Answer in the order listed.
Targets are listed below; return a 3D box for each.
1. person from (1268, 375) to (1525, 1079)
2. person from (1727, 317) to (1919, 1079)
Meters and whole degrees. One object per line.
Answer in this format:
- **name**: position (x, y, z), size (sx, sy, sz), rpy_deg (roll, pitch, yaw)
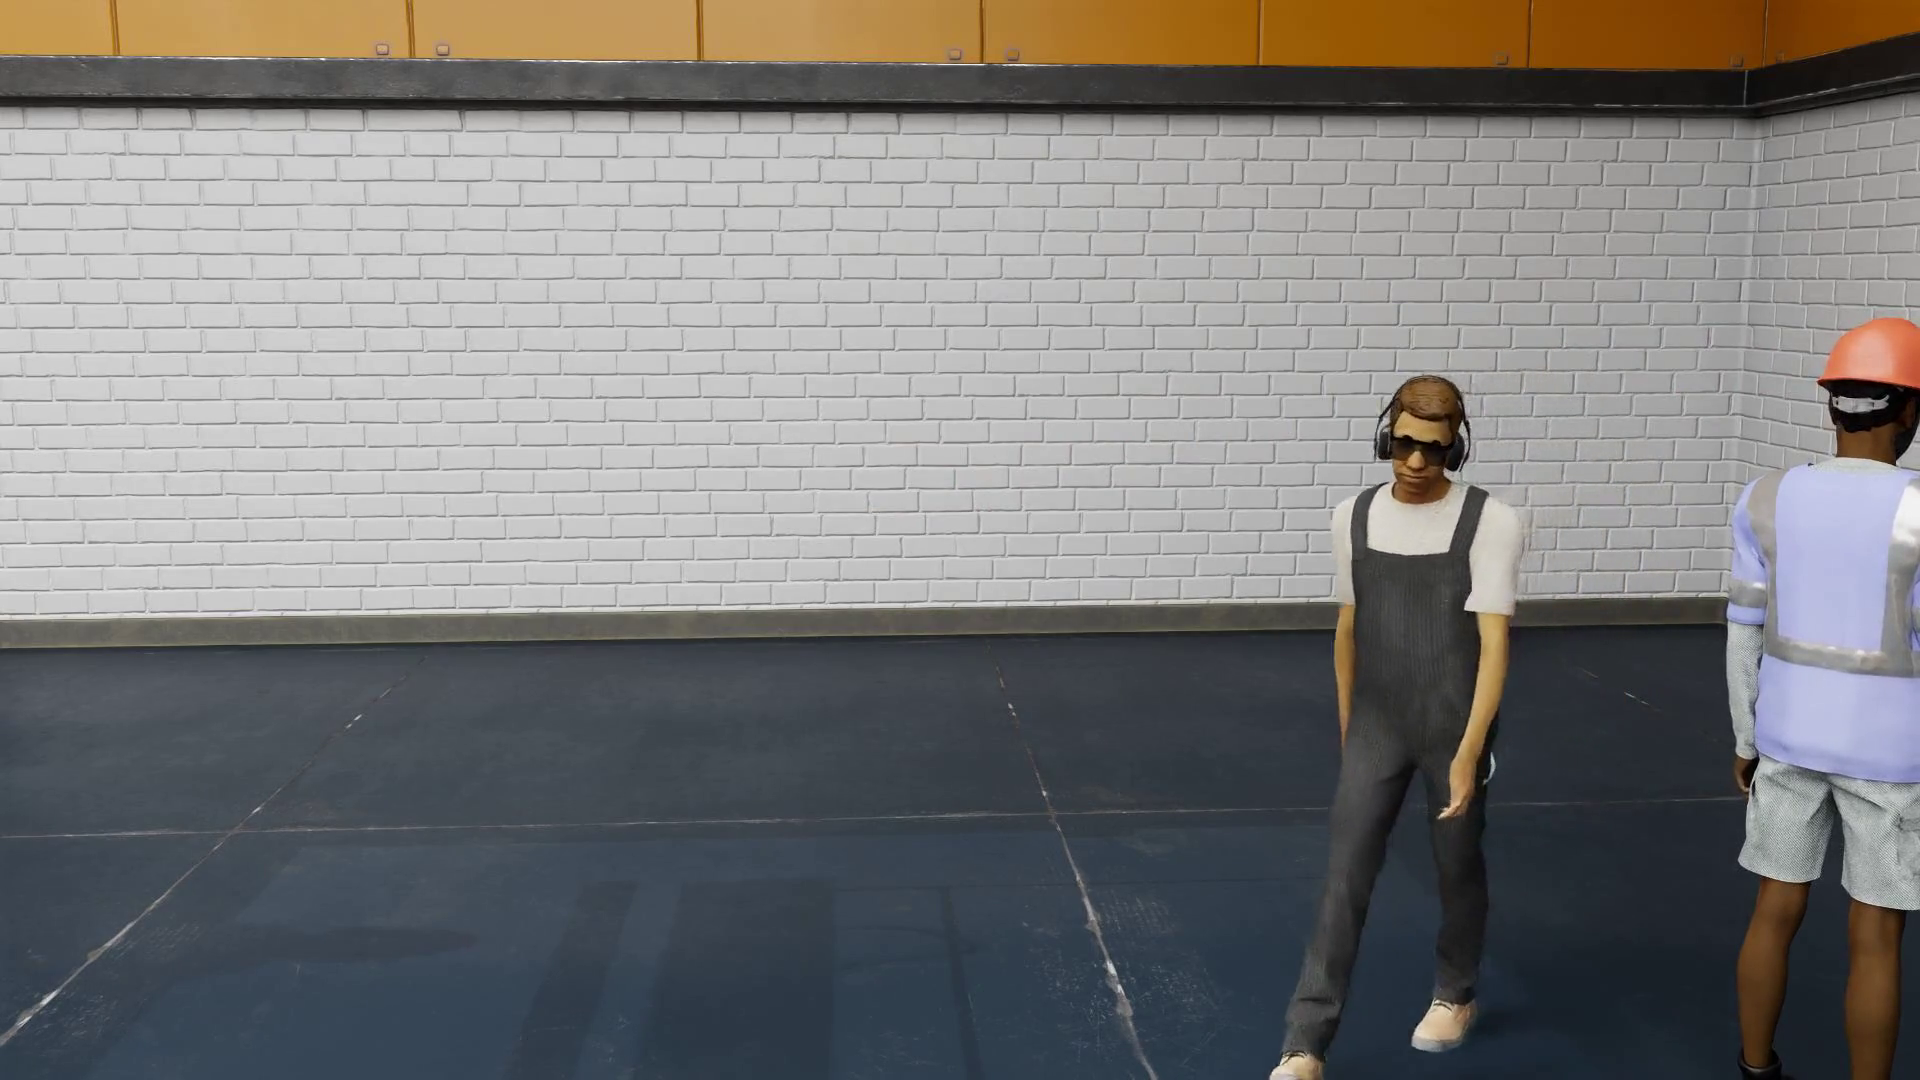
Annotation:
- **person**: position (1.093, 0.491, 4.098), size (0.495, 1.779, 0.964), rpy_deg (6, 11, 33)
- **person**: position (2.018, 0.467, 3.777), size (0.368, 1.929, 0.542), rpy_deg (-7, 11, -37)
